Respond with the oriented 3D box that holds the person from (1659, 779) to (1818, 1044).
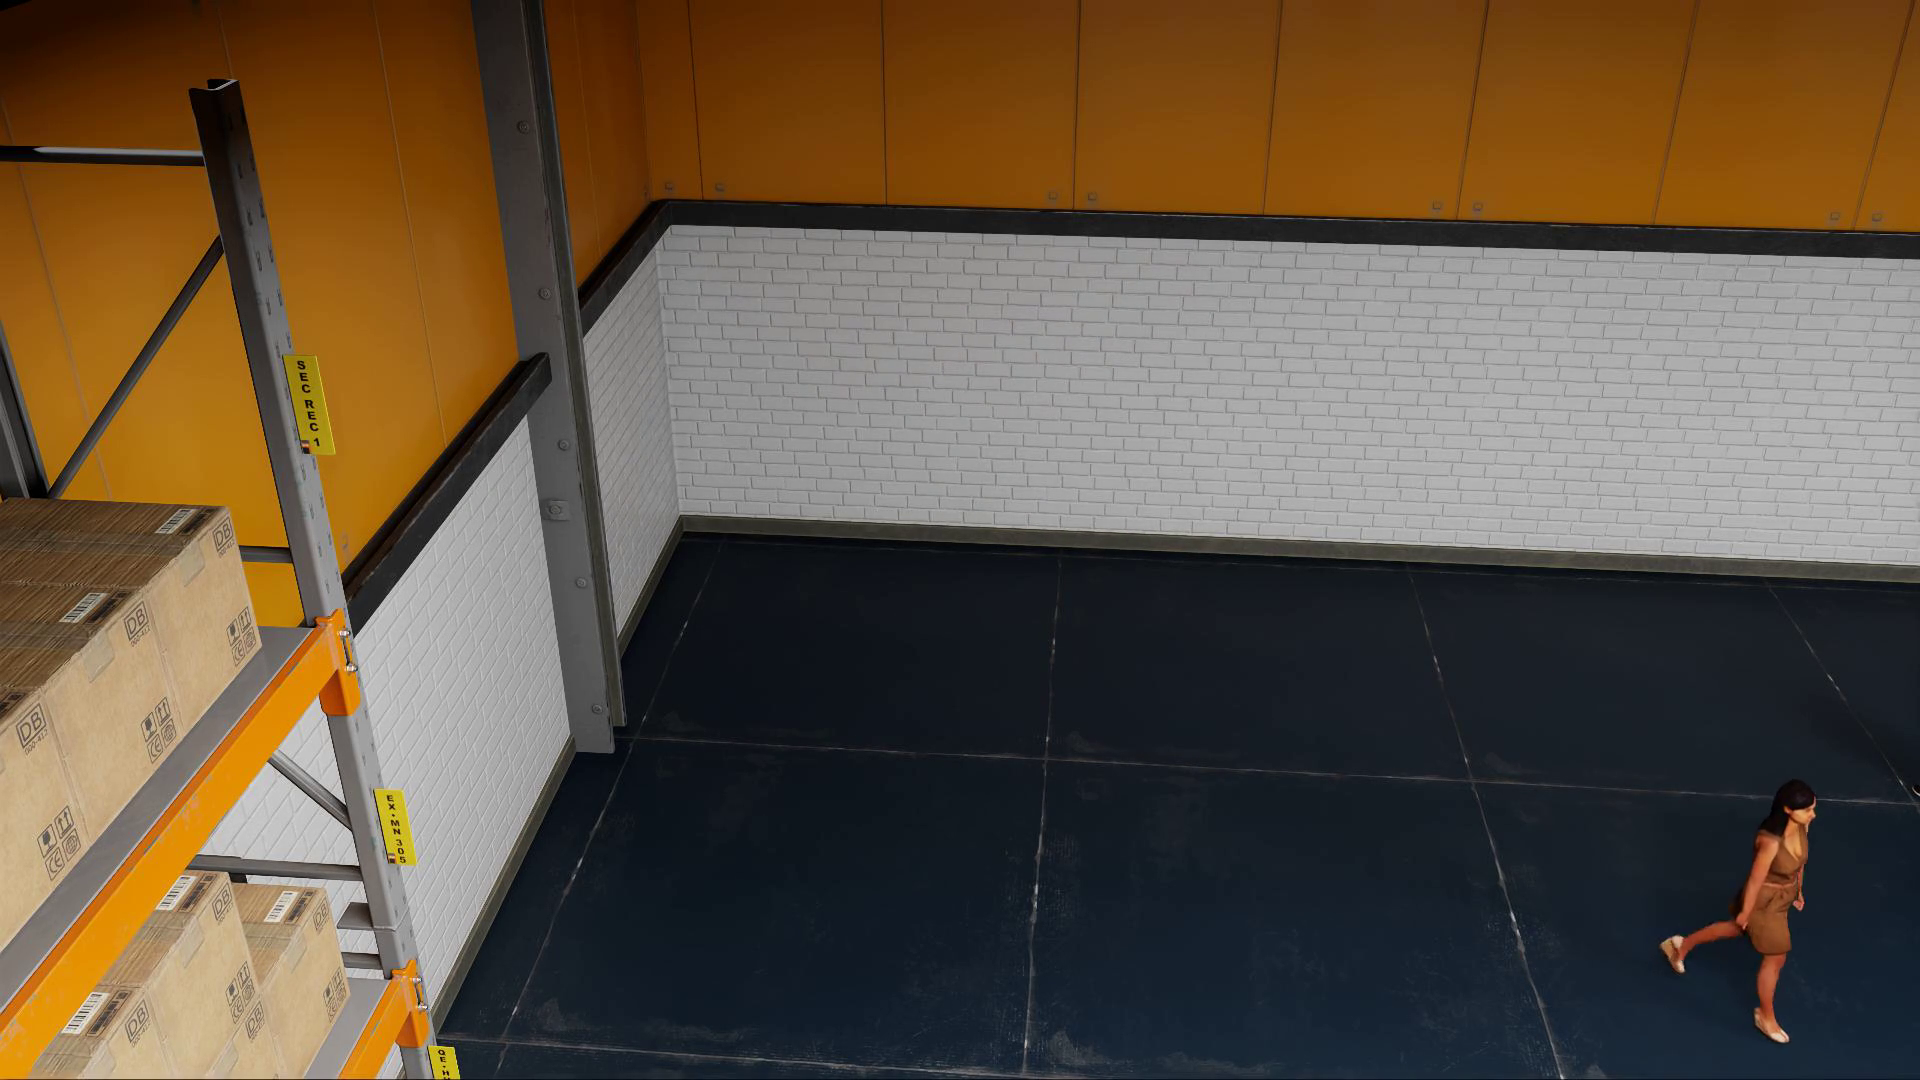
[{"bbox_3d":[4.464,2.007,9.389,1.032,1.658,1.049,-25,38,-38],"label":"person"}]
